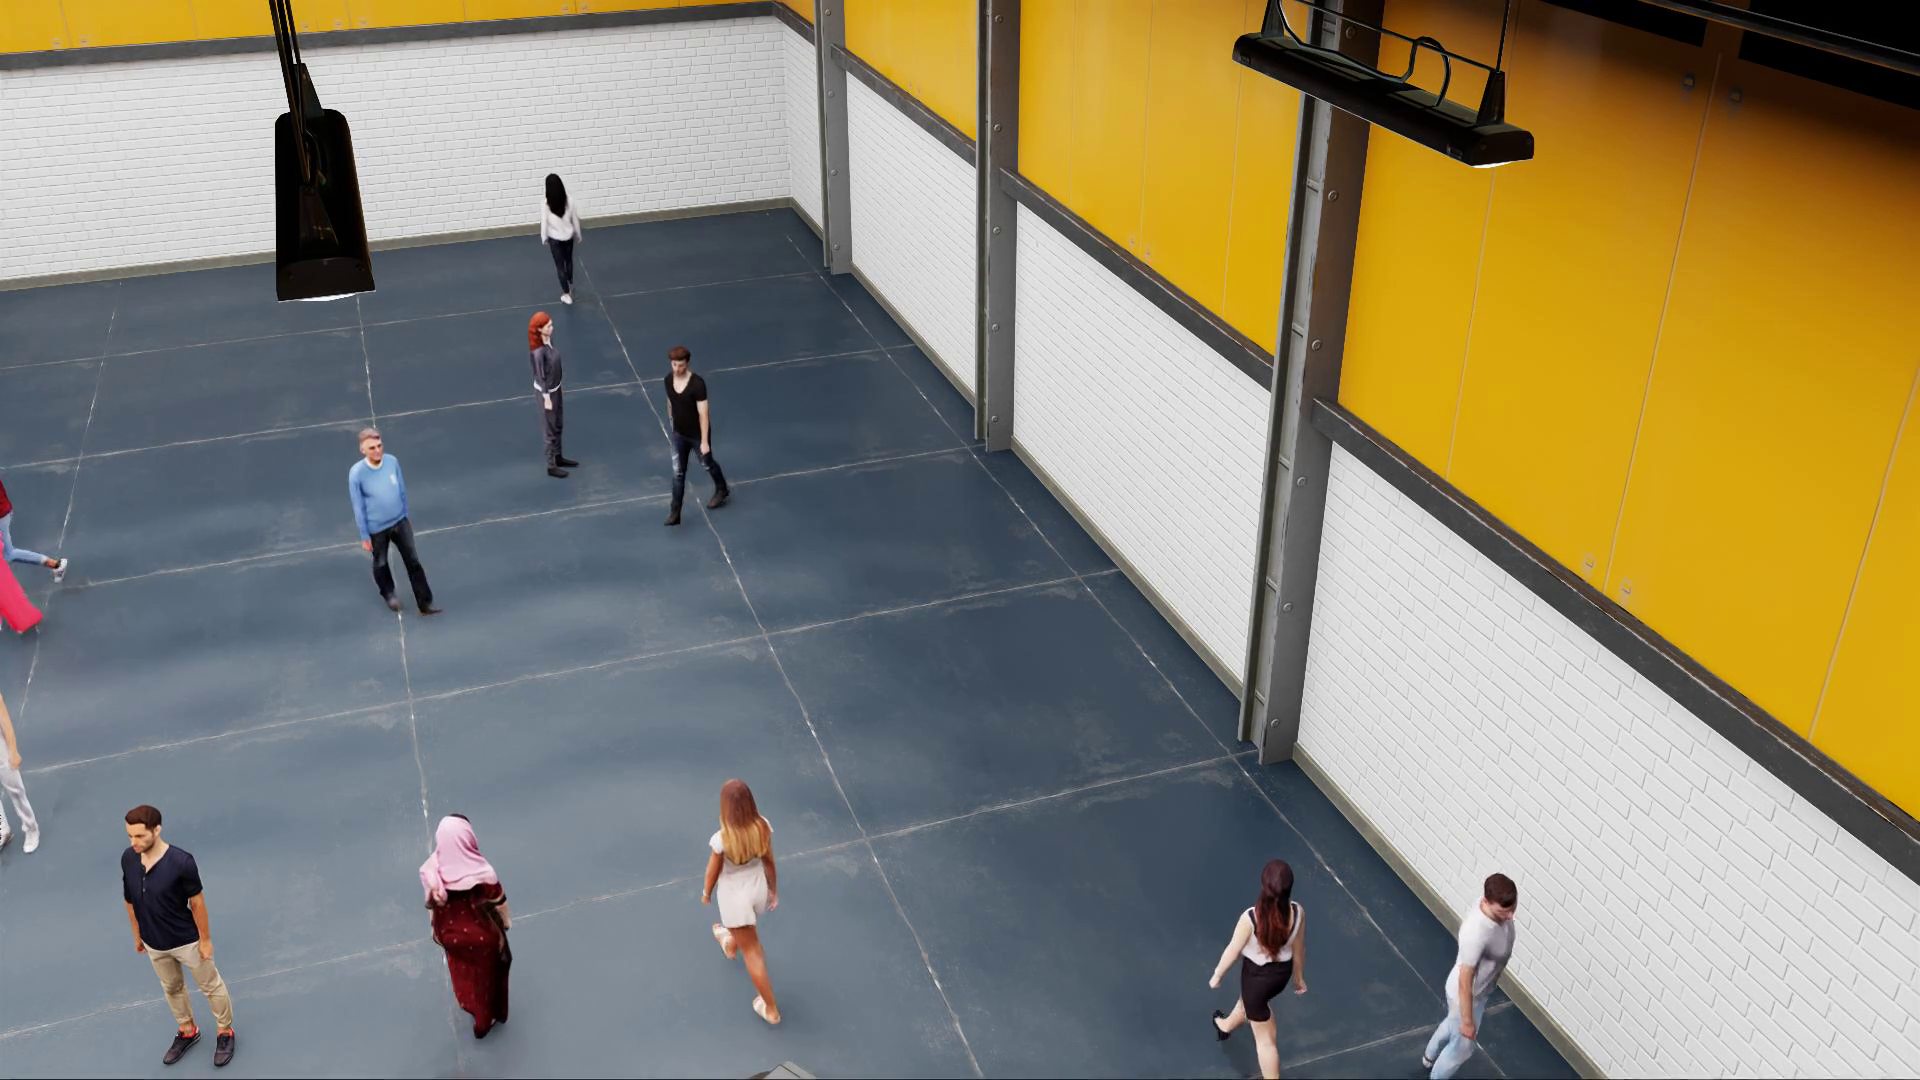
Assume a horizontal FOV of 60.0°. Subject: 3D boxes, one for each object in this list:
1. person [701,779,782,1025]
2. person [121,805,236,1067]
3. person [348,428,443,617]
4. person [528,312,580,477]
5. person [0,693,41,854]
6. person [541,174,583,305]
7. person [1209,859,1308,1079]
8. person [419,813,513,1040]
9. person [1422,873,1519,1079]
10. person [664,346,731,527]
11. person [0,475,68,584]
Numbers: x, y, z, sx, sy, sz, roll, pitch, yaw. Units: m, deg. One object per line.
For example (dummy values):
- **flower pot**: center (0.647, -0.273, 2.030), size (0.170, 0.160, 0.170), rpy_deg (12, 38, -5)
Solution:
- **person**: center (-1.296, 2.268, 10.271), size (0.850, 1.647, 1.181), rpy_deg (-22, 36, -35)
- **person**: center (-4.680, 2.343, 9.913), size (0.702, 1.860, 0.672), rpy_deg (2, 29, 4)
- **person**: center (-5.101, -0.181, 14.622), size (0.964, 1.780, 1.165), rpy_deg (-25, 37, -38)
- **person**: center (-4.218, -1.503, 17.046), size (0.716, 1.780, 0.594), rpy_deg (2, 29, 3)
- **person**: center (-6.840, 1.478, 11.698), size (0.654, 1.669, 0.623), rpy_deg (-3, 29, -5)
- **person**: center (-5.132, -3.874, 21.493), size (0.750, 1.684, 0.915), rpy_deg (-16, 33, -27)
- **person**: center (1.814, 2.635, 9.652), size (0.672, 1.596, 1.044), rpy_deg (-11, 31, -20)
- **person**: center (-3.007, 2.388, 10.076), size (0.774, 1.624, 0.813), rpy_deg (4, 29, 6)
- **person**: center (2.905, 2.551, 9.574), size (0.958, 1.818, 0.943), rpy_deg (9, 30, 16)
- **person**: center (-2.557, -1.078, 16.190), size (1.235, 1.854, 1.304), rpy_deg (15, 32, 26)
- **person**: center (-8.519, -0.210, 14.854), size (0.669, 1.609, 0.906), rpy_deg (-10, 30, -17)
